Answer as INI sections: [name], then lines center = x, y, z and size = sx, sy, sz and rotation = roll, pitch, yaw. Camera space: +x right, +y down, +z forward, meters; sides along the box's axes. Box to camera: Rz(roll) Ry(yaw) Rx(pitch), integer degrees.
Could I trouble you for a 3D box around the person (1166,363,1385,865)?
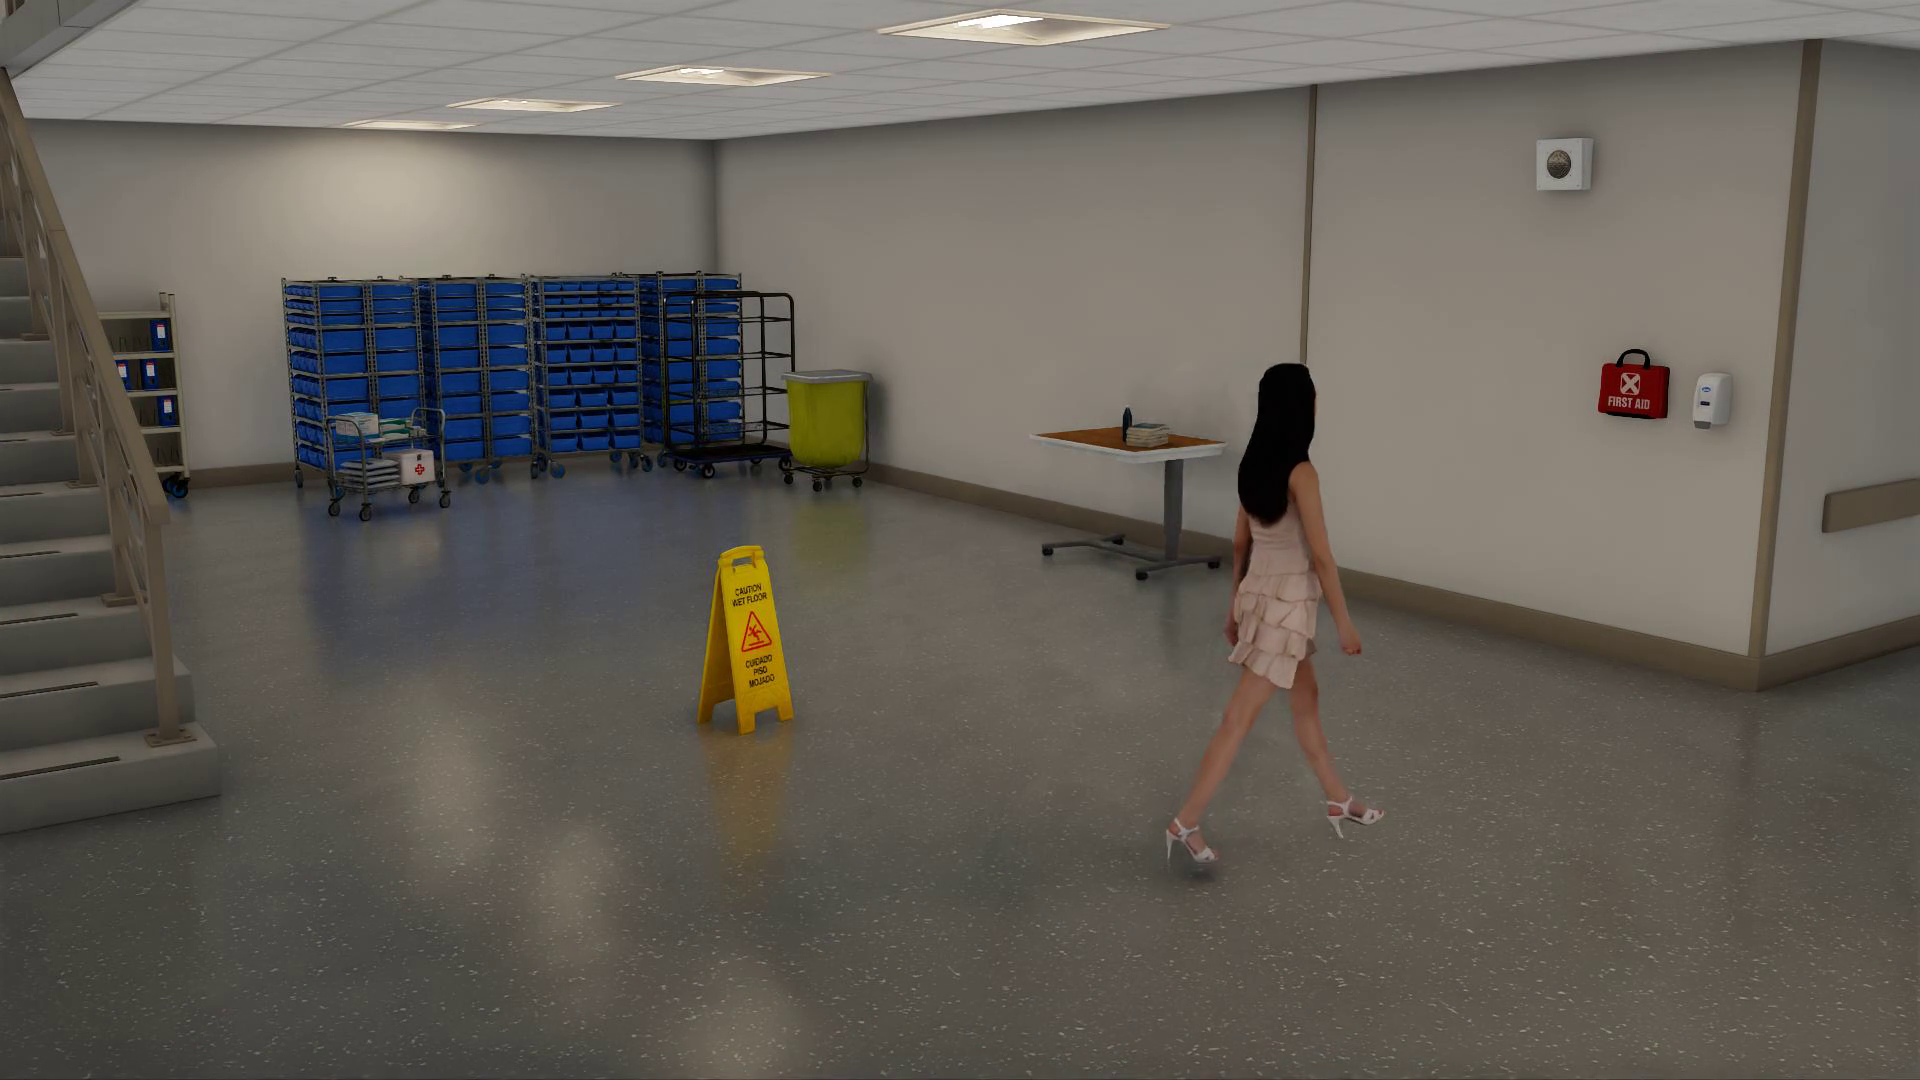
[person]
center = 0.970, 0.305, 5.544
size = 0.880, 1.685, 1.072
rotation = -3, 11, -15
